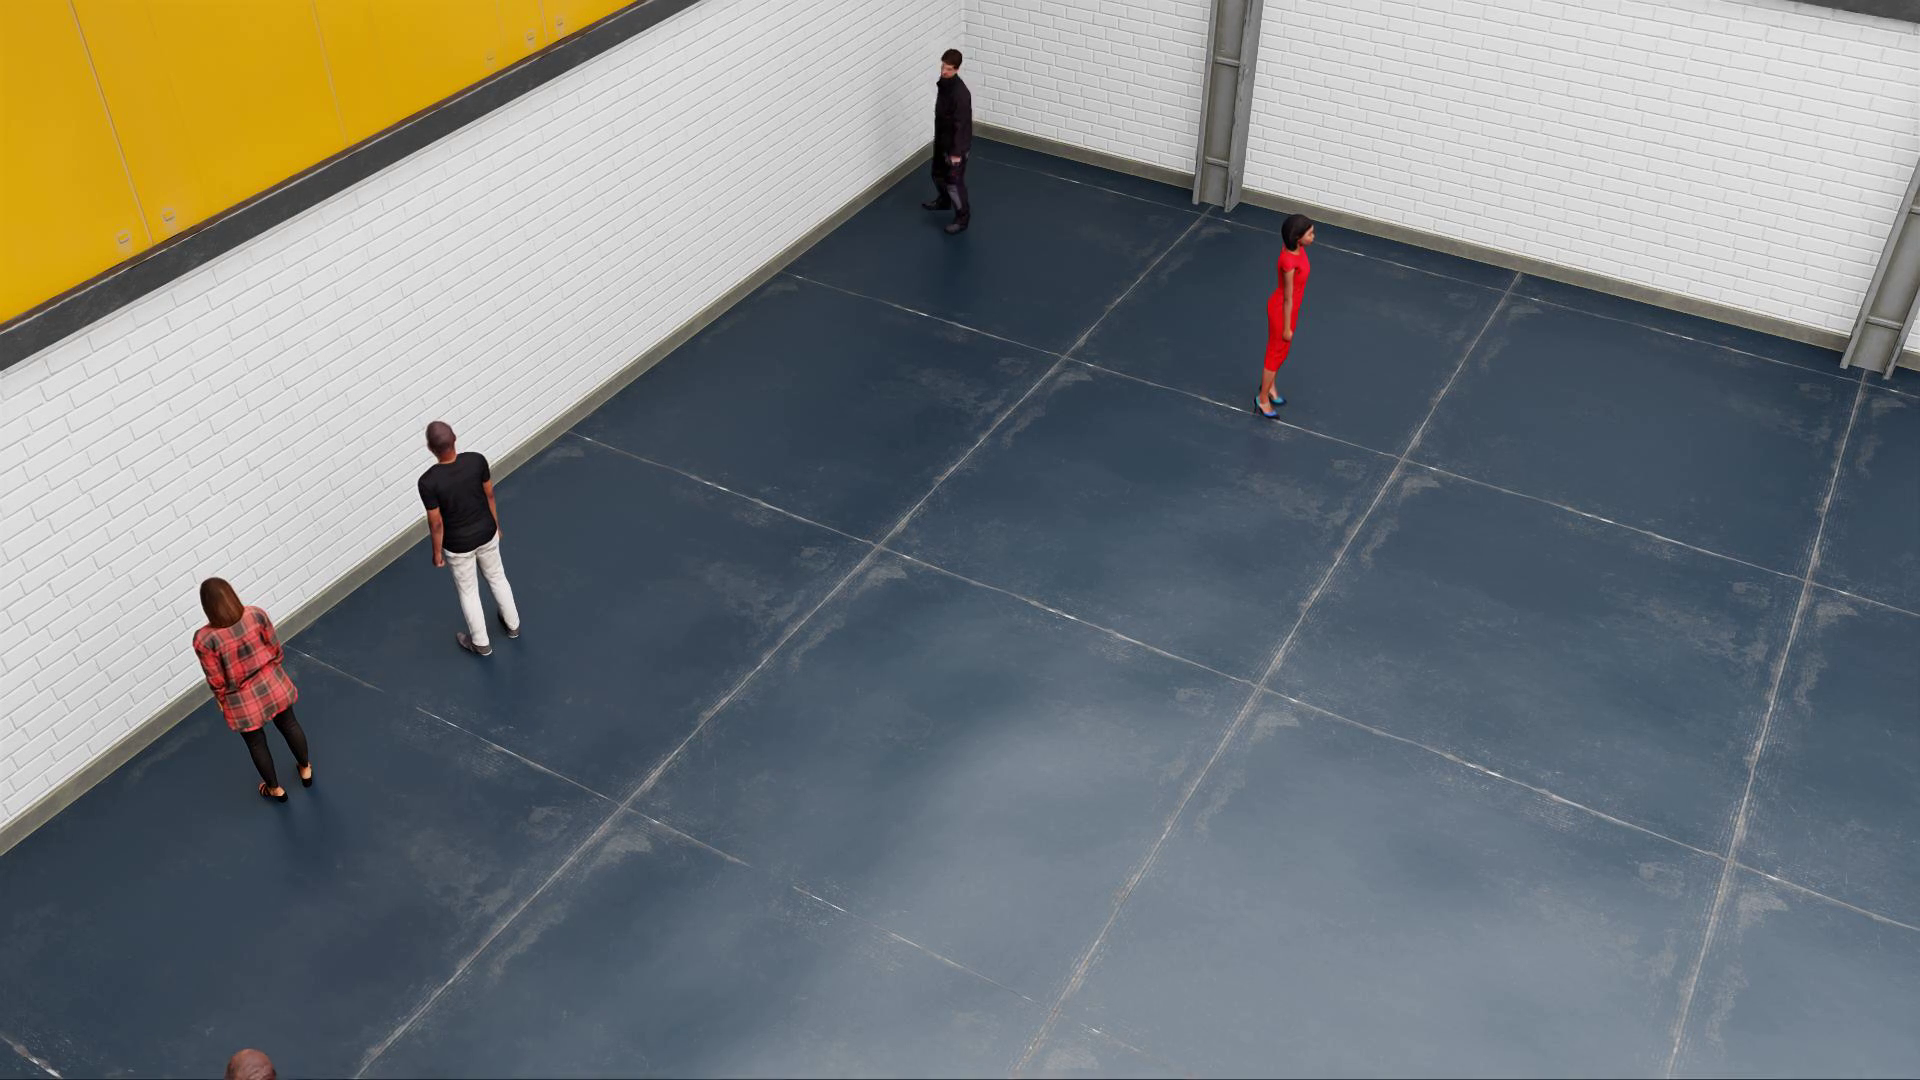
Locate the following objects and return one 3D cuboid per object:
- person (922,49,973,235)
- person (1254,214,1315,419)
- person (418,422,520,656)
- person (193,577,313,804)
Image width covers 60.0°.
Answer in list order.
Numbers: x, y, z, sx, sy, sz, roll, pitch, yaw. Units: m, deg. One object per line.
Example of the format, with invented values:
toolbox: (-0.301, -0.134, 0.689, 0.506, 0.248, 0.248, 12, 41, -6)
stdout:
person: (-0.050, -3.751, 15.572, 0.979, 1.815, 0.884, -5, 39, -6)
person: (2.558, -1.779, 13.162, 0.559, 1.742, 0.604, 12, 40, 15)
person: (-3.219, -0.011, 10.899, 0.683, 1.803, 0.719, 31, 48, 33)
person: (-4.193, 0.881, 9.862, 0.632, 1.703, 0.663, 32, 48, 33)
